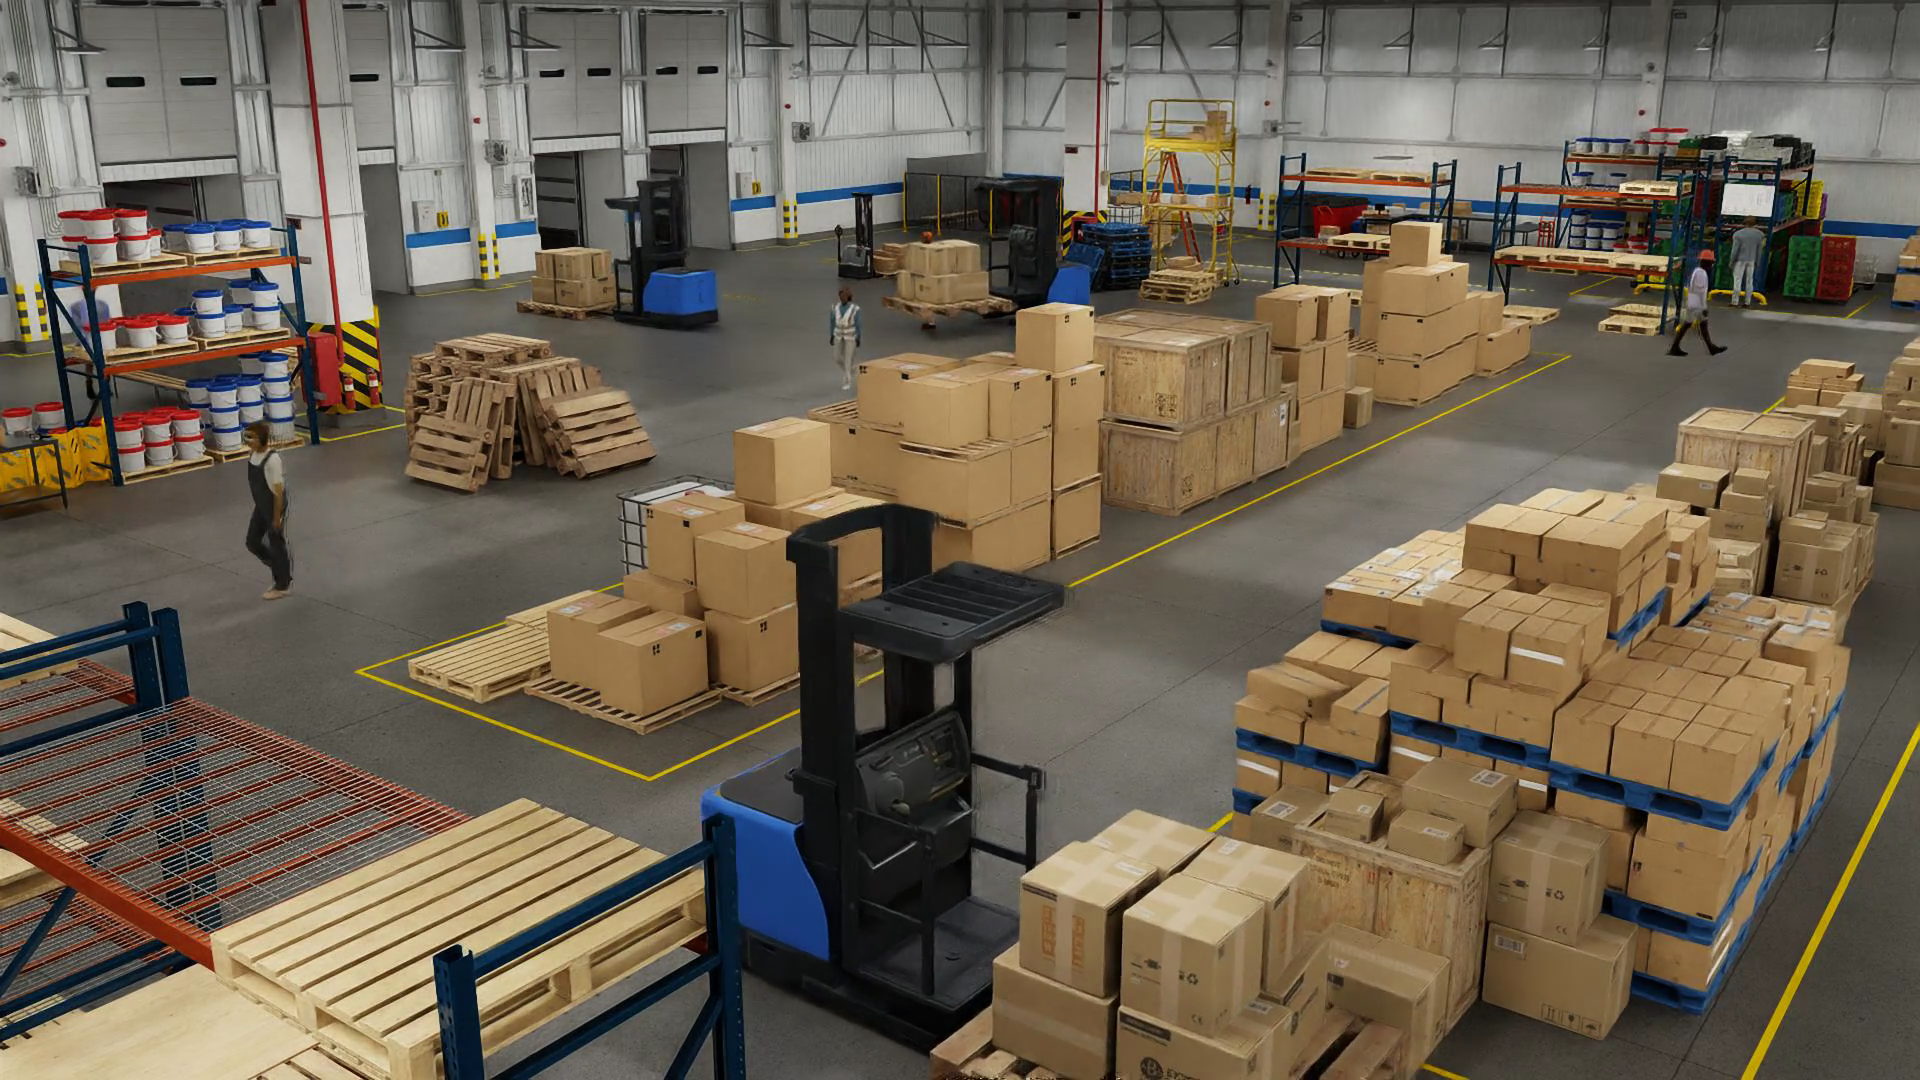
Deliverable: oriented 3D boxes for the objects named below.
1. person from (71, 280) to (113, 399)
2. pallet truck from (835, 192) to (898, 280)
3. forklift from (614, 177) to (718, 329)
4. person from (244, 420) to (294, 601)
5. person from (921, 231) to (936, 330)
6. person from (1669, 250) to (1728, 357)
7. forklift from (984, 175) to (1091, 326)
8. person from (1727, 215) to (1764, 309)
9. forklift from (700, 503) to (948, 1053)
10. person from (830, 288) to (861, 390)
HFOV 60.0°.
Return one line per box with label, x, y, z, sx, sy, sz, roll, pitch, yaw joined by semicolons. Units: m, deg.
person;-13.397;-3.124;25.756;0.560;1.910;0.554;-5;18;-17
pallet truck;-1.936;-7.159;38.982;1.885;1.965;0.823;-12;21;-34
forklift;-5.767;-5.625;32.400;1.873;2.768;1.129;12;21;35
person;-6.888;-0.289;16.506;0.537;1.835;0.400;14;22;38
person;-0.595;-4.979;31.960;0.356;1.881;0.575;1;17;4
person;13.020;-4.128;29.126;0.986;1.883;0.573;7;18;21
forklift;1.573;-5.748;32.807;1.873;2.768;1.129;-9;19;-28
person;16.233;-5.747;34.406;0.635;1.937;0.352;0;17;-1
forklift;-0.555;1.229;9.706;1.873;2.768;1.129;12;21;35
person;-1.817;-3.225;26.574;0.530;1.626;0.437;6;18;20
